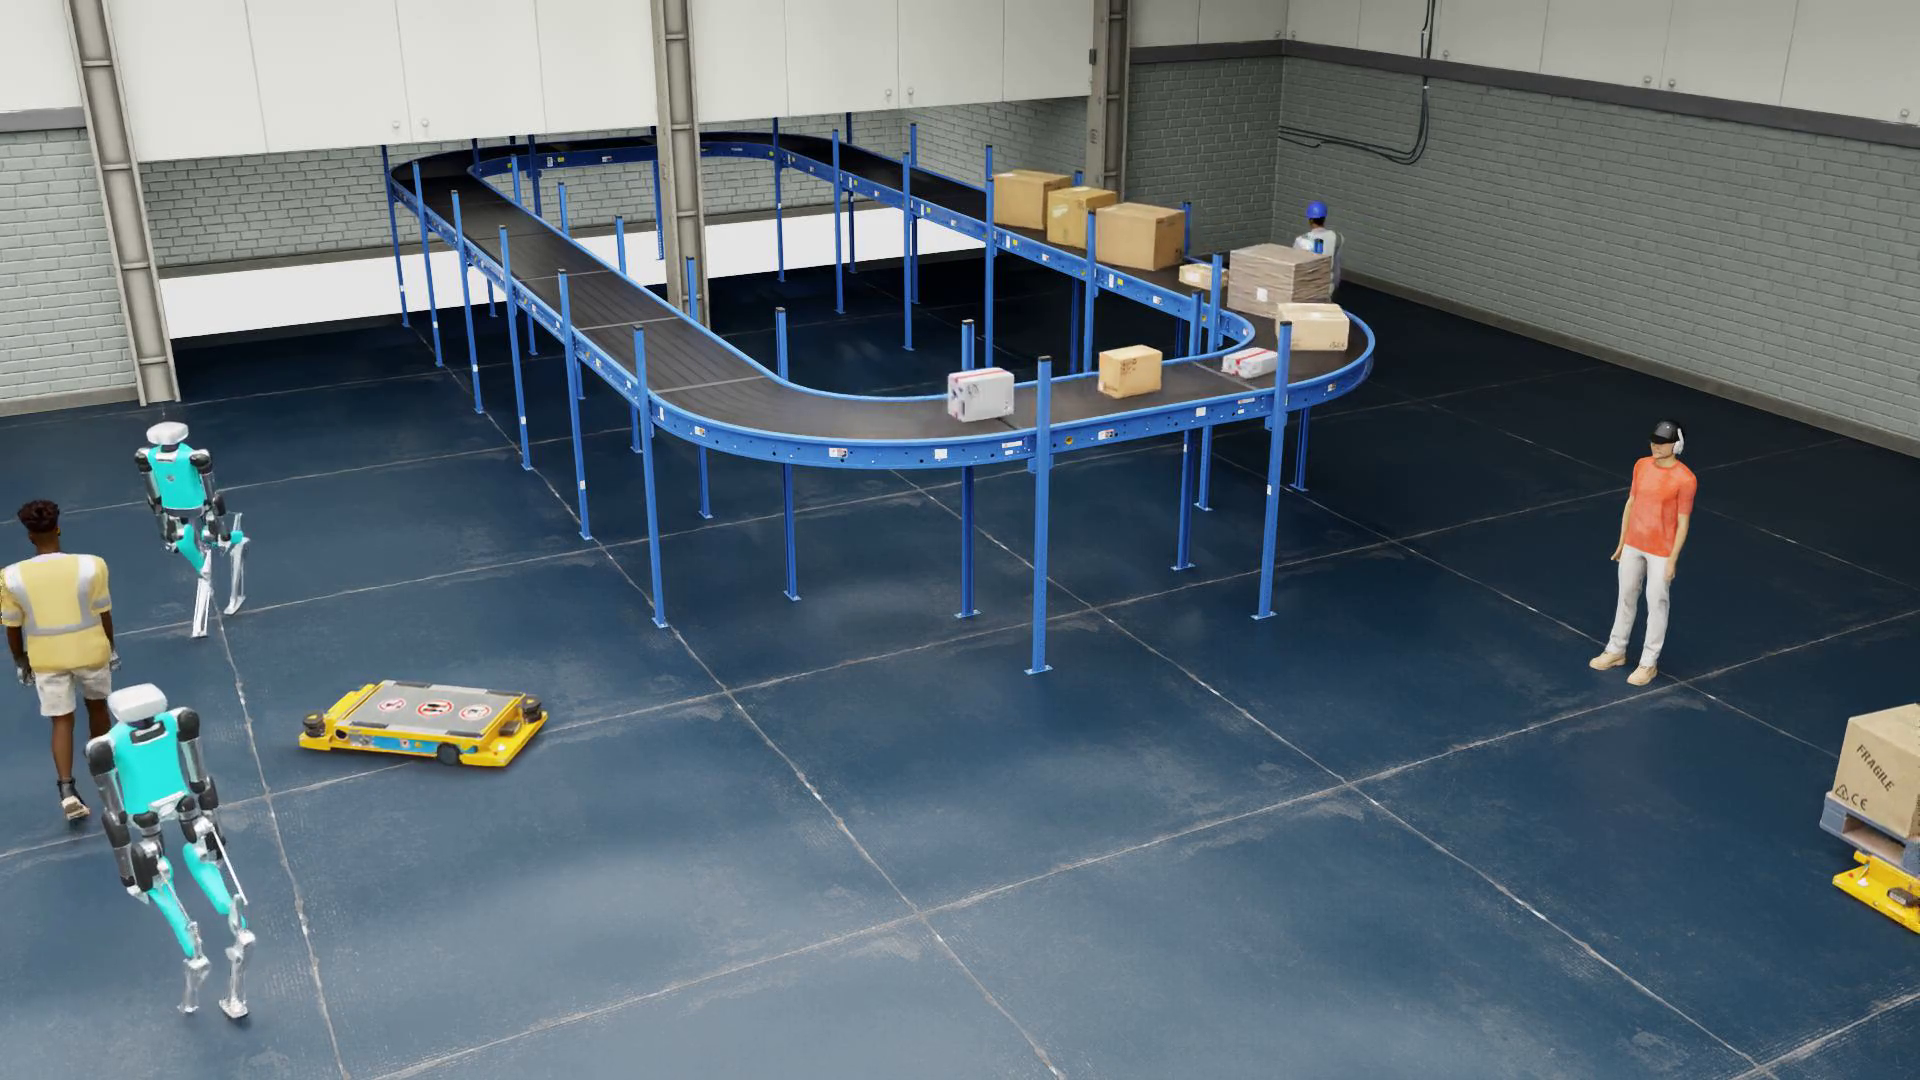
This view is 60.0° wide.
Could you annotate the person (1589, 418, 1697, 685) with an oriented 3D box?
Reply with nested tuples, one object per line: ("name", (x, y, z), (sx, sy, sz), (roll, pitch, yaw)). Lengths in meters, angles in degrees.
("person", (4.757, 0.075, 11.504), (0.389, 1.912, 0.477), (-15, 26, -32))

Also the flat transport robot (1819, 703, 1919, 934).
("flat transport robot", (5.657, 1.848, 9.308), (1.431, 0.231, 0.659), (-10, 24, -24))

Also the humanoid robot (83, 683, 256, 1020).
("humanoid robot", (-3.692, 1.595, 7.986), (0.760, 1.788, 0.534), (18, 28, 38))

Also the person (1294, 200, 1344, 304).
("person", (4.001, -2.827, 18.649), (0.620, 1.926, 0.603), (-4, 22, -10))

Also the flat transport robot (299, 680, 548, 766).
("flat transport robot", (-3.513, 1.198, 10.914), (1.431, 0.231, 0.659), (4, 22, 10))

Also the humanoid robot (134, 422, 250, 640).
("humanoid robot", (-5.537, -0.119, 12.215), (0.538, 1.719, 1.005), (1, 22, 2))

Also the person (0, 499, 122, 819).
("person", (-5.334, 0.708, 9.927), (0.603, 1.929, 0.874), (-8, 23, -20))
